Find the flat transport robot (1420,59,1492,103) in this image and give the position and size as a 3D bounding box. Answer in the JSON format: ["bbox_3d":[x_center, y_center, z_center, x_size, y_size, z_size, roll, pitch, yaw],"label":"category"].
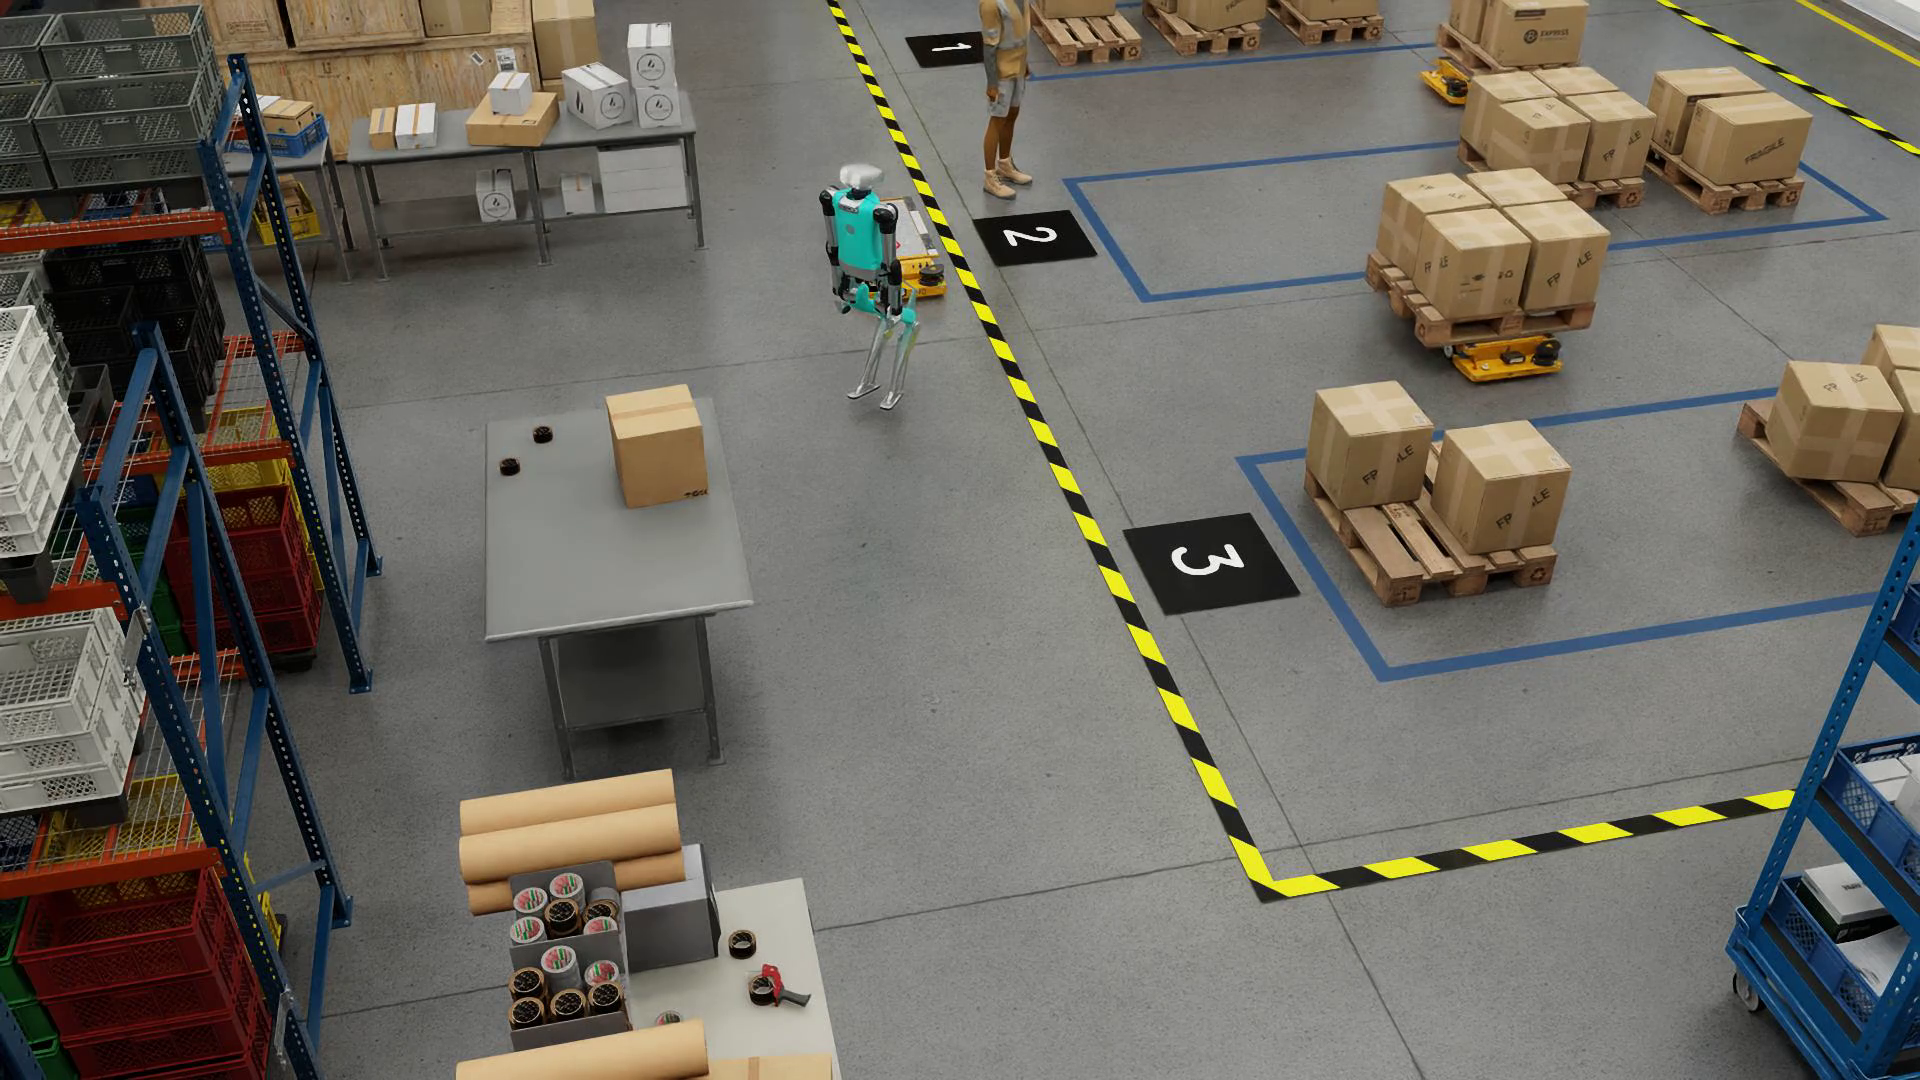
[{"bbox_3d":[5.035,-4.271,15.271,1.431,0.197,0.652,-8,37,-10],"label":"flat transport robot"}]

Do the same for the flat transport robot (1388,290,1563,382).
[{"bbox_3d":[3.576,-1.576,11.648,0.652,0.197,1.431,-8,37,-10],"label":"flat transport robot"}]

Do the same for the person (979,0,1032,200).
[{"bbox_3d":[0.394,-3.701,13.044,0.372,2.040,0.614,18,40,23],"label":"person"}]

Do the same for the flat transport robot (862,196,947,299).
[{"bbox_3d":[-0.570,-2.220,12.538,0.659,0.231,1.431,-8,37,-10],"label":"flat transport robot"}]

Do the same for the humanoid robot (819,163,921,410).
[{"bbox_3d":[-0.473,-1.636,10.409,0.533,1.677,0.735,22,42,26],"label":"humanoid robot"}]
